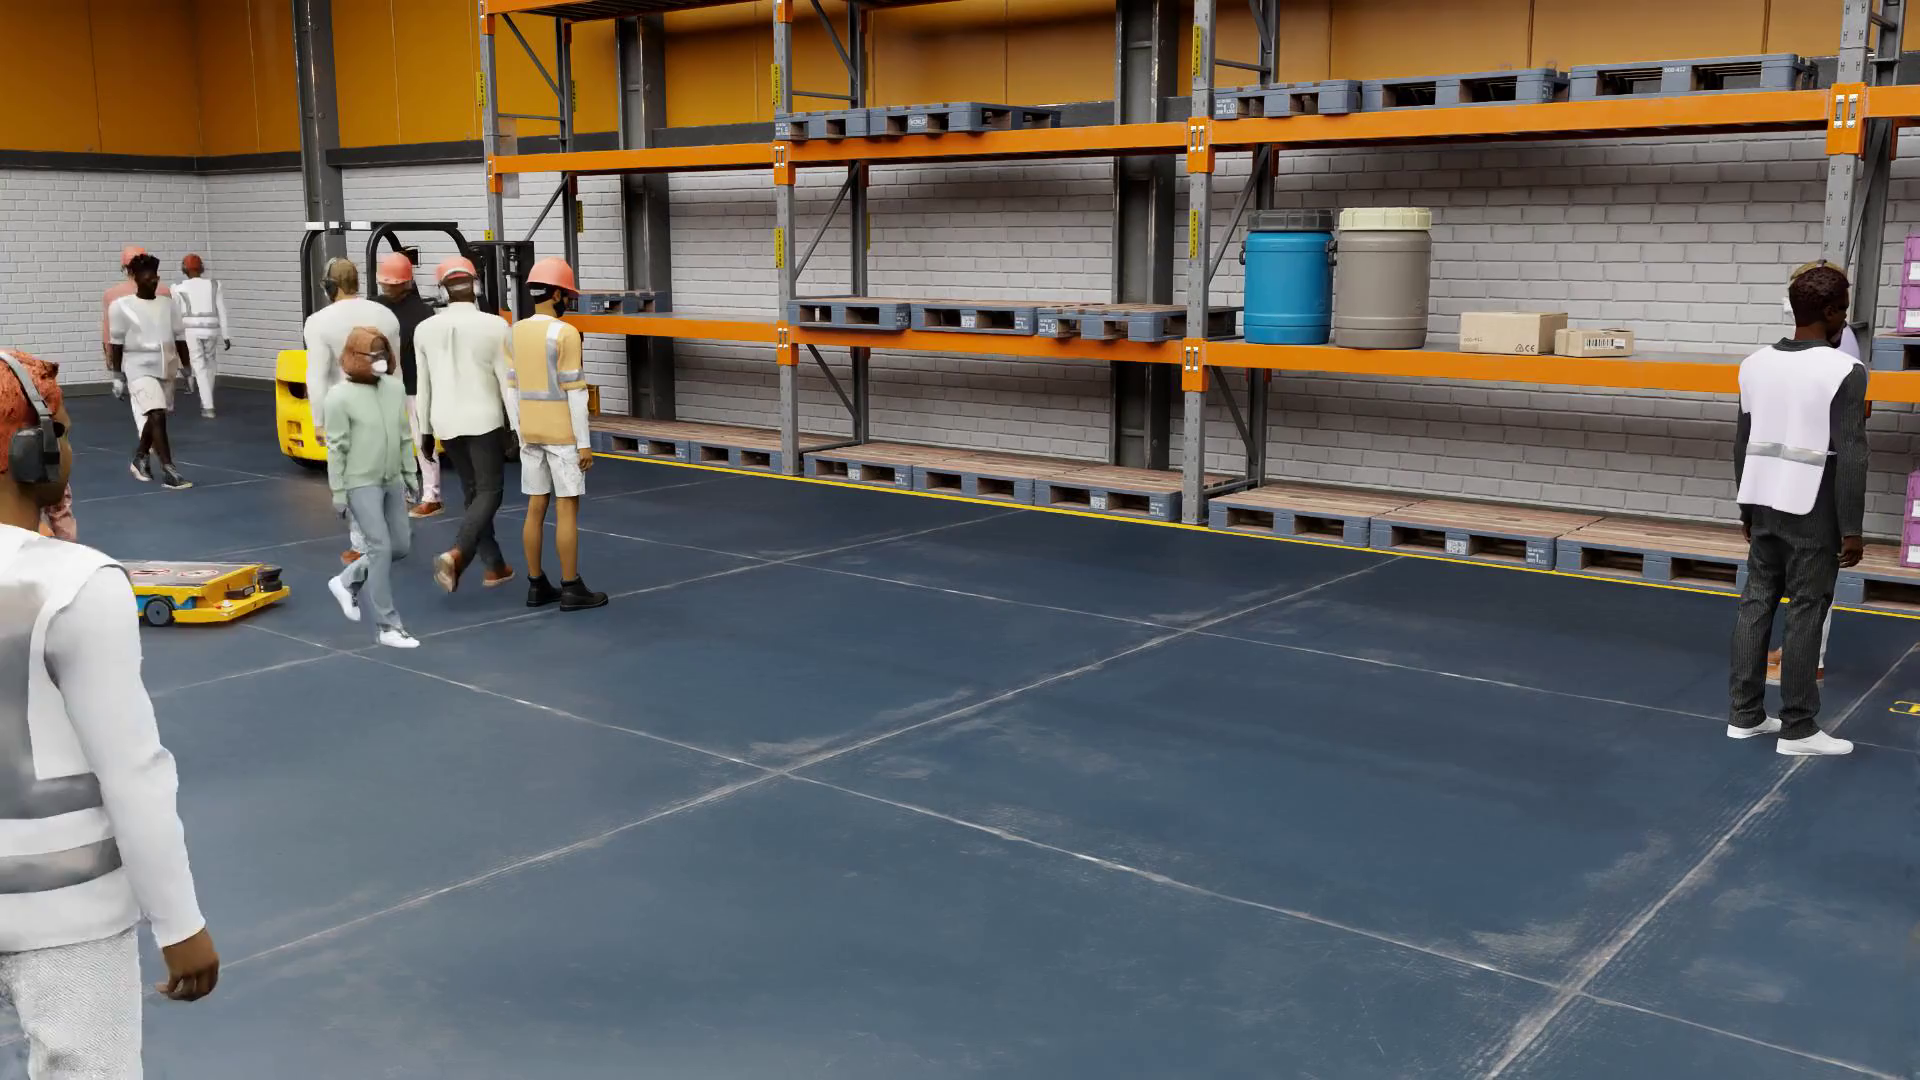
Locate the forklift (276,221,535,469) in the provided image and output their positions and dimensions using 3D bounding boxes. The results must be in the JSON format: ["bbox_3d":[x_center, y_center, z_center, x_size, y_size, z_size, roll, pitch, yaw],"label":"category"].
[{"bbox_3d":[-4.922,-1.741,14.854,1.214,2.155,2.313,8,13,38],"label":"forklift"}]

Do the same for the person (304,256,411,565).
[{"bbox_3d":[-3.734,-0.783,10.297,0.455,1.920,0.645,7,13,35],"label":"person"}]

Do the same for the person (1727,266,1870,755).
[{"bbox_3d":[3.302,-0.109,6.576,0.391,1.920,0.593,-4,11,-20],"label":"person"}]

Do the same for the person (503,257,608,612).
[{"bbox_3d":[-2.219,-0.573,9.117,0.543,1.928,0.371,6,12,31],"label":"person"}]

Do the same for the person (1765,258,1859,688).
[{"bbox_3d":[3.862,-0.300,7.574,0.355,1.938,0.637,5,12,28],"label":"person"}]

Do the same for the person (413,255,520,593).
[{"bbox_3d":[-2.829,-0.642,9.495,0.655,1.943,0.851,2,10,11],"label":"person"}]

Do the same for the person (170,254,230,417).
[{"bbox_3d":[-8.826,-2.357,19.208,0.615,1.844,0.912,-8,13,-39],"label":"person"}]

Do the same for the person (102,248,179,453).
[{"bbox_3d":[-7.905,-1.829,16.037,0.642,1.937,1.008,-6,12,-30],"label":"person"}]

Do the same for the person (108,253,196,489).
[{"bbox_3d":[-6.698,-1.403,13.747,0.983,1.926,0.614,7,12,33],"label":"person"}]

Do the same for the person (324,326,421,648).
[{"bbox_3d":[-2.974,-0.268,8.303,0.576,1.609,0.512,5,11,24],"label":"person"}]

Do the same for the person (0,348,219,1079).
[{"bbox_3d":[-1.579,0.616,2.746,0.579,1.857,0.828,5,12,28],"label":"person"}]

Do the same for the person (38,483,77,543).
[{"bbox_3d":[-3.469,0.133,6.014,0.521,1.636,0.311,-8,13,-36],"label":"person"}]

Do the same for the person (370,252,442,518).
[{"bbox_3d":[-3.988,-1.090,11.969,0.645,1.932,0.666,3,11,17],"label":"person"}]

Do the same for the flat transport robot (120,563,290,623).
[{"bbox_3d":[-4.488,0.270,9.038,1.431,0.197,0.652,1,10,5],"label":"flat transport robot"}]
